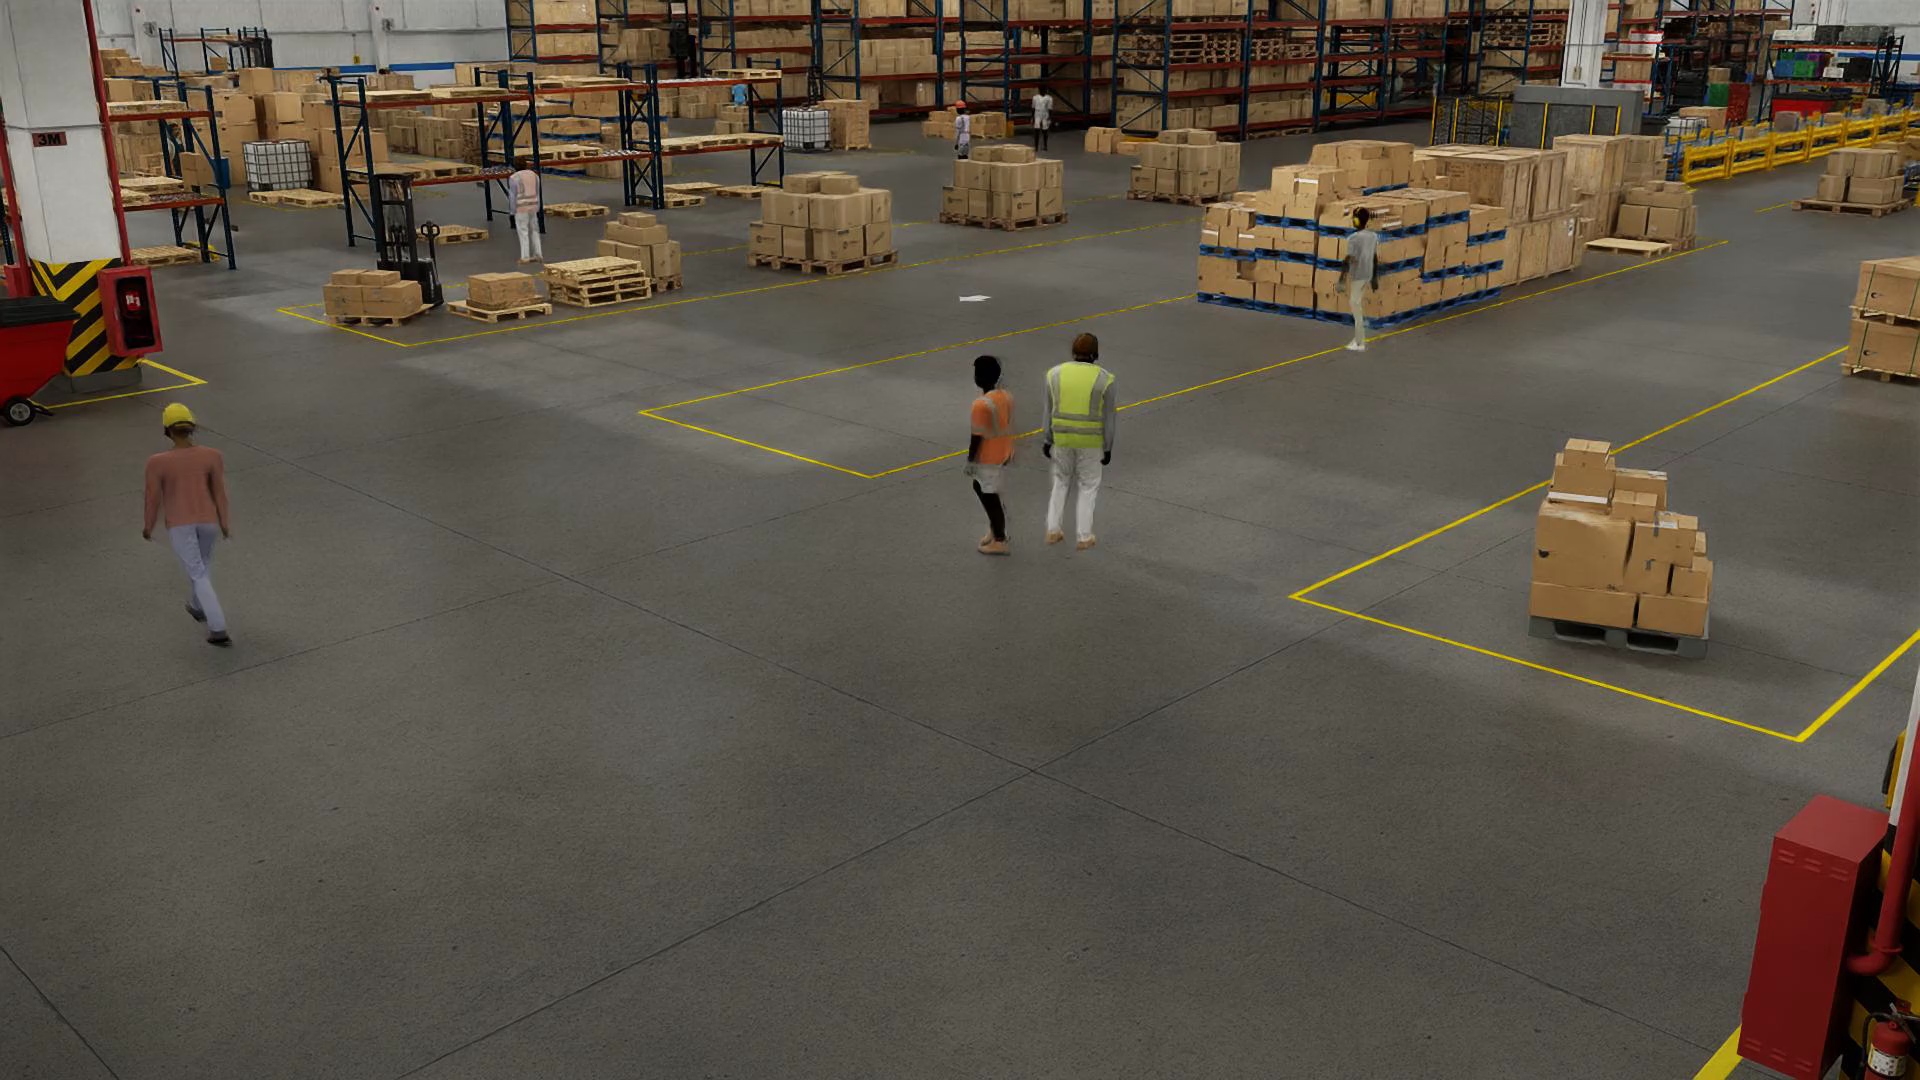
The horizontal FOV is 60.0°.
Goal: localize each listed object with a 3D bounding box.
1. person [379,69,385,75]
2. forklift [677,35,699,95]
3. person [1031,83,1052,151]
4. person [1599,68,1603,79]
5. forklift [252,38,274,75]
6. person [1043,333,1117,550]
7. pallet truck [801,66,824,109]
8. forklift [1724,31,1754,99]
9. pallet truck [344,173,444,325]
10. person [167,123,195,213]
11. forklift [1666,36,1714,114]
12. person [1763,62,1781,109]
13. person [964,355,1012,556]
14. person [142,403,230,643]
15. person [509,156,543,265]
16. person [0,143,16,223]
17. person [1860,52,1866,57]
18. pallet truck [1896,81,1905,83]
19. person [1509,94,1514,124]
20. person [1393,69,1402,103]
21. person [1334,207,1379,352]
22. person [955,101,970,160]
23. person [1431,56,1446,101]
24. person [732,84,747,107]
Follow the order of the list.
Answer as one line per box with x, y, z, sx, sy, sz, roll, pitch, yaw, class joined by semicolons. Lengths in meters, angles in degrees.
-19.870;-15.261;57.290;0.772;1.893;0.635;10;21;27;person
-10.541;-18.138;64.429;1.129;2.768;1.873;17;25;41;forklift
2.354;-12.216;48.031;0.613;1.963;0.381;5;19;15;person
22.299;-15.536;58.136;0.636;1.900;0.399;14;23;37;person
-24.839;-16.535;59.600;1.129;2.768;1.873;17;25;41;forklift
1.005;-0.820;13.935;0.634;1.818;0.436;7;20;20;person
-4.812;-15.182;56.903;0.823;1.965;1.885;-9;21;-26;pallet truck
32.673;-20.012;70.076;1.129;2.768;1.873;17;25;41;forklift
-8.209;-4.181;23.757;0.823;1.965;1.885;3;19;9;pallet truck
-16.446;-7.837;35.009;0.335;1.845;0.513;3;19;8;person
27.341;-17.291;61.877;1.129;2.768;1.873;17;25;41;forklift
32.003;-17.927;65.503;0.605;1.798;0.894;12;22;33;person
0.225;-0.689;13.722;0.432;1.682;0.538;6;19;18;person
-5.556;-0.134;11.996;0.906;1.720;0.535;16;24;39;person
-7.417;-5.608;28.308;0.429;1.838;0.630;11;21;30;person
-19.118;-7.234;33.084;0.655;1.918;0.556;-8;20;-23;person
38.723;-20.028;71.602;0.599;1.939;0.421;3;19;8;person
34.802;-16.331;61.455;0.653;1.274;1.630;17;25;41;pallet truck
16.008;-11.953;47.713;0.673;1.661;0.538;5;19;14;person
16.416;-16.971;62.894;0.524;1.615;0.543;-8;20;-23;person
5.143;-3.378;21.575;0.541;1.849;0.551;-14;23;-36;person
0.033;-9.733;40.605;0.392;1.929;0.539;10;21;27;person
20.062;-19.316;69.639;0.577;1.819;0.719;15;24;38;person
-7.482;-14.884;56.472;0.530;1.697;0.321;-7;20;-21;person
